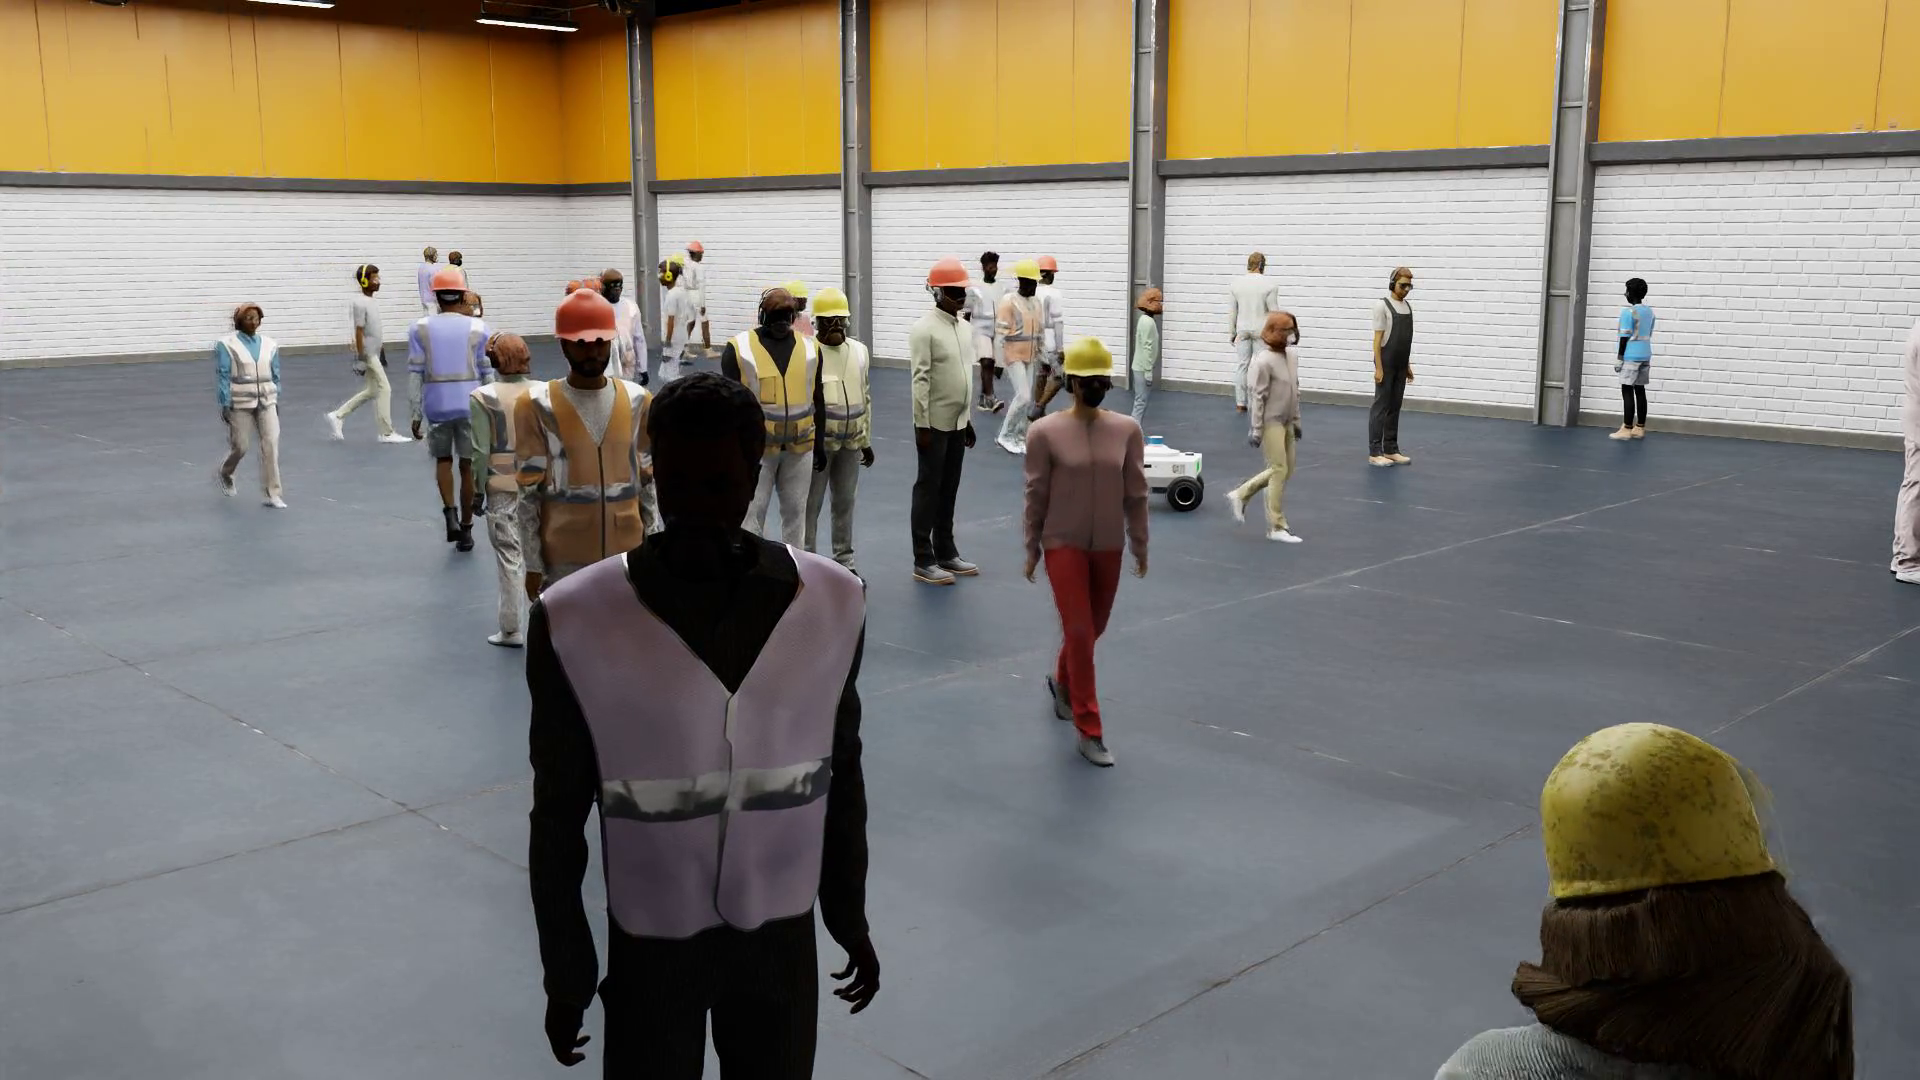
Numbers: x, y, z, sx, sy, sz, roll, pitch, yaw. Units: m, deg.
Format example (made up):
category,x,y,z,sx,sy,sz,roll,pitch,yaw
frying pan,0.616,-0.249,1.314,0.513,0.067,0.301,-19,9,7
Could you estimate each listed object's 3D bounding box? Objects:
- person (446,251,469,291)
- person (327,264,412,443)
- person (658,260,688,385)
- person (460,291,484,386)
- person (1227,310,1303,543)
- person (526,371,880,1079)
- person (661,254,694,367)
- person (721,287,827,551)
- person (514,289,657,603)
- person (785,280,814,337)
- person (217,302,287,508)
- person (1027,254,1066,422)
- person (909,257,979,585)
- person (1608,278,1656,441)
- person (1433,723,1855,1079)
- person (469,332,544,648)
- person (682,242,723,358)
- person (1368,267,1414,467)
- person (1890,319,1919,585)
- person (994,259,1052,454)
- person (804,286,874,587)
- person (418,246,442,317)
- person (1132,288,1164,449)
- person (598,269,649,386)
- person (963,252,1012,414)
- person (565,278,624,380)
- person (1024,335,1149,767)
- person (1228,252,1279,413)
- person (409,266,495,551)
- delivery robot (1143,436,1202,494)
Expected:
category,x,y,z,sx,sy,sz,roll,pitch,yaw
person,-9.118,-4.305,30.165,0.634,1.842,0.429,8,13,36
person,-6.118,-1.908,17.093,0.786,1.845,0.521,-2,11,-8
person,-3.224,-2.178,18.550,0.378,1.856,0.511,-1,10,-6
person,-4.647,-1.534,15.656,0.618,1.613,0.511,3,11,18
person,2.161,-0.805,11.679,0.590,1.619,0.501,8,13,38
person,-0.432,0.666,2.857,0.597,1.914,0.370,-5,12,-26
person,-4.611,-3.727,27.049,0.404,1.828,0.592,-10,14,-43
person,-1.060,-0.538,9.639,0.621,1.839,0.429,-4,11,-23
person,-1.369,0.035,6.235,0.548,1.936,0.378,-6,12,-30
person,-1.577,-1.554,15.483,0.848,1.737,0.534,6,12,31
person,-5.610,-1.068,13.115,0.683,1.618,0.521,10,14,42
person,0.903,-2.092,17.858,0.450,1.926,0.576,-9,14,-41
person,-0.086,-0.737,10.287,0.393,1.995,0.612,6,12,30
person,7.042,-1.887,17.394,0.532,1.691,0.318,-8,13,-38
person,0.592,1.035,1.431,0.426,1.697,0.644,-4,11,-19
person,-2.303,-0.258,8.655,0.523,1.636,0.310,-10,14,-44
person,-4.543,-4.135,28.896,0.733,2.019,0.627,-9,14,-41
person,4.023,-1.603,15.440,0.505,1.839,0.344,-8,13,-39
person,5.982,-0.677,10.199,0.409,1.908,0.652,5,12,25
person,0.610,-1.761,16.126,0.453,1.905,0.621,7,13,35
person,-0.771,-0.595,9.958,0.600,1.830,0.403,-7,13,-34
person,-9.016,-4.033,28.412,0.363,1.939,0.636,-9,14,-40
person,1.816,-1.633,16.210,0.317,1.624,0.511,2,11,9
person,-3.112,-1.540,15.126,0.645,1.815,0.796,-8,13,-36
person,0.405,-2.472,19.923,0.631,1.923,0.941,-5,11,-25
person,-2.581,-0.868,11.446,0.986,1.831,0.599,-4,11,-20
person,0.507,0.000,6.984,0.529,1.736,0.843,-4,11,-19
person,3.518,-2.476,19.944,0.627,1.933,0.376,6,12,32
person,-3.427,-0.887,11.293,0.557,1.918,0.417,-2,11,-11
delivery robot,1.540,-0.572,13.062,0.707,0.478,0.477,2,10,9
